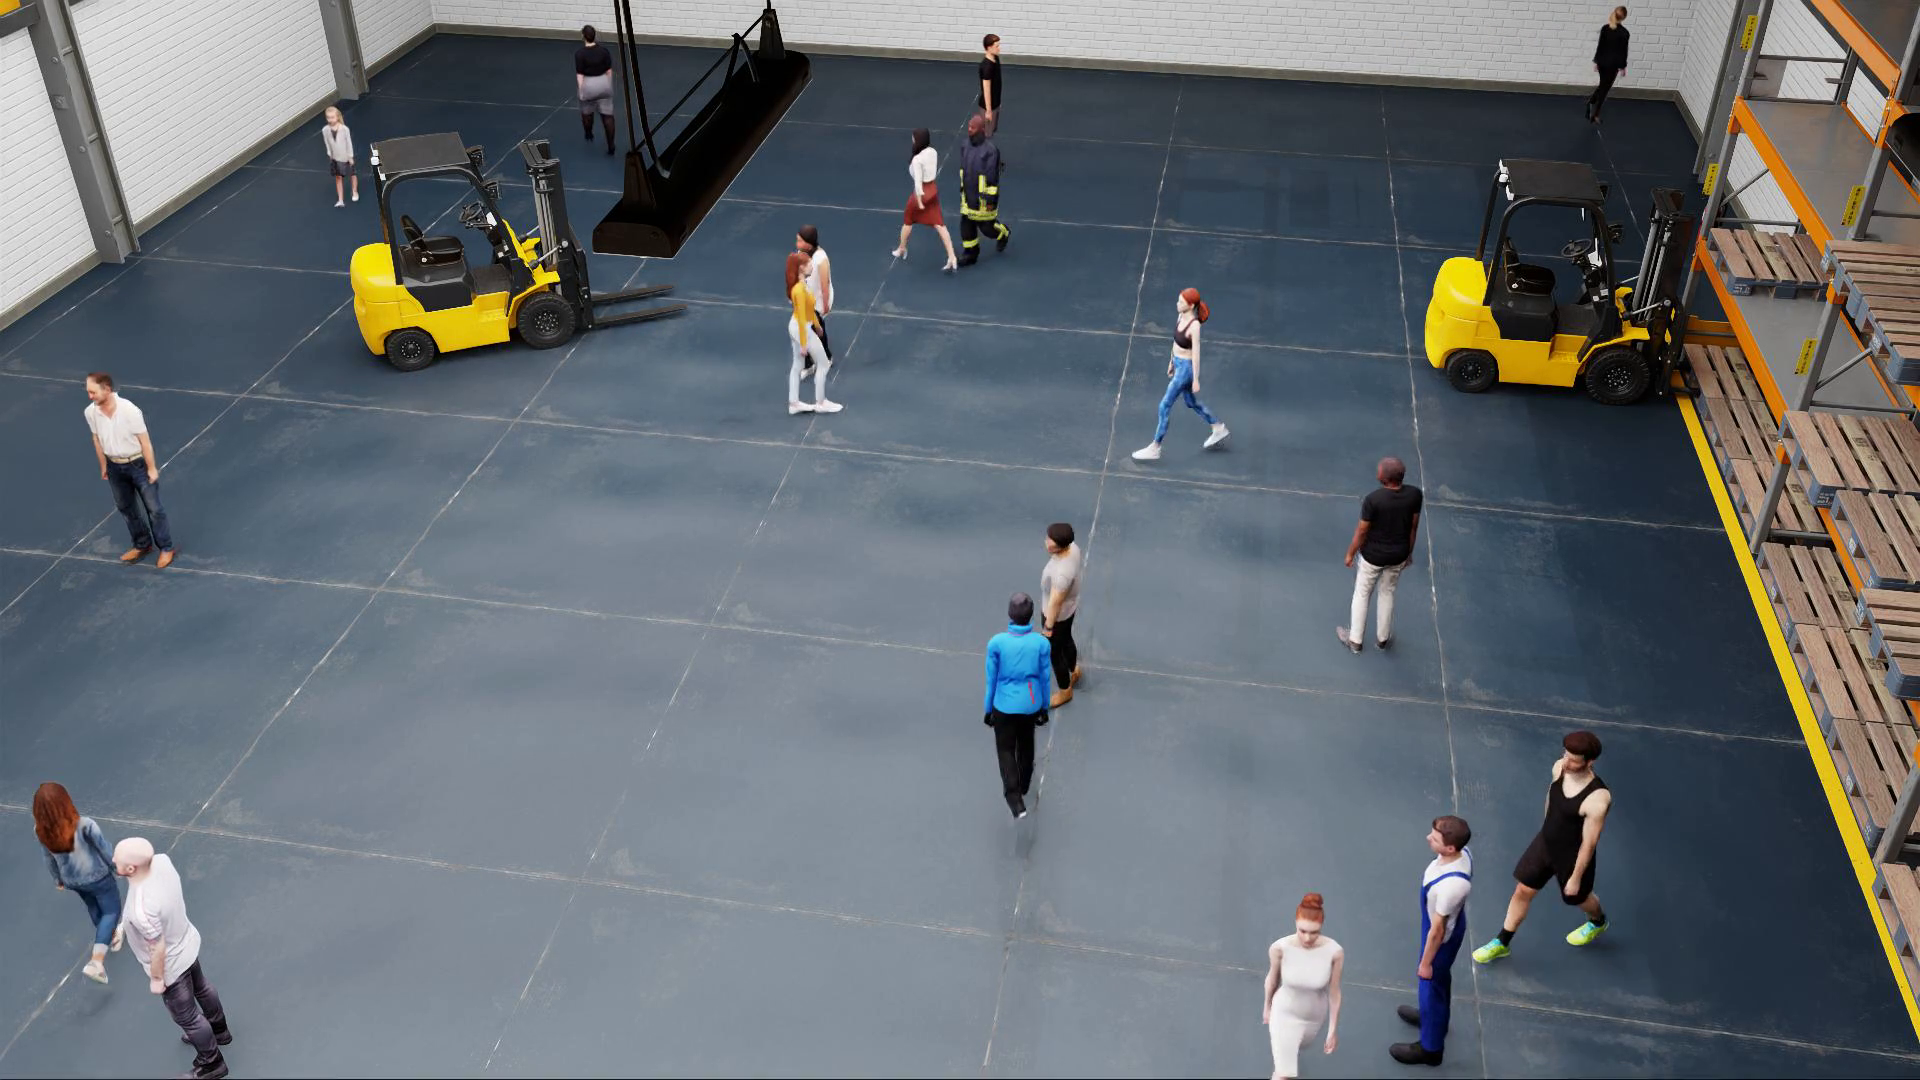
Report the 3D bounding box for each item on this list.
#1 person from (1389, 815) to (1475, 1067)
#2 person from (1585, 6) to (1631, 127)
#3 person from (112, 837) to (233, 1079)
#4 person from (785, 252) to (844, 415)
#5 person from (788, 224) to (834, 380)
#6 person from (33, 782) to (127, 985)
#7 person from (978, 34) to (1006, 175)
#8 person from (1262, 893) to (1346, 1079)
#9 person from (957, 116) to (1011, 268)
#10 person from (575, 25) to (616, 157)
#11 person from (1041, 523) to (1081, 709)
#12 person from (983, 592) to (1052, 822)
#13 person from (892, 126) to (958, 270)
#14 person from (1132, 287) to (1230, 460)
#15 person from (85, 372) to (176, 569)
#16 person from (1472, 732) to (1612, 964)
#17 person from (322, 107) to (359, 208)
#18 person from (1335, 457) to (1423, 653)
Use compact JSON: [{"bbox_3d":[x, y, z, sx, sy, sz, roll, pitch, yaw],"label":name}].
[{"bbox_3d":[2.841,2.332,9.804,0.731,1.843,0.594,13,36,18],"label":"person"},{"bbox_3d":[9.093,-6.657,23.461,0.802,1.697,0.735,-19,38,-26],"label":"person"},{"bbox_3d":[-4.588,2.418,9.686,0.797,1.833,0.659,-7,34,-10],"label":"person"},{"bbox_3d":[-1.645,-2.015,16.444,0.801,1.734,0.794,-8,34,-12],"label":"person"},{"bbox_3d":[-1.467,-2.512,17.251,0.938,1.668,0.883,-14,36,-20],"label":"person"},{"bbox_3d":[-5.501,2.151,10.423,0.642,1.461,0.881,0,34,1],"label":"person"},{"bbox_3d":[0.387,-5.782,21.995,0.725,1.862,0.530,8,34,11],"label":"person"},{"bbox_3d":[1.931,2.636,9.429,0.631,1.754,1.083,2,34,4],"label":"person"},{"bbox_3d":[0.284,-4.113,19.536,1.049,1.804,1.201,26,41,33],"label":"person"},{"bbox_3d":[-4.887,-6.033,22.498,1.025,1.723,1.152,-16,37,-22],"label":"person"},{"bbox_3d":[0.787,0.520,12.671,0.884,1.688,0.488,15,36,21],"label":"person"},{"bbox_3d":[0.407,1.202,11.570,0.813,1.771,1.054,-1,34,-1],"label":"person"},{"bbox_3d":[-0.332,-3.932,19.359,1.024,1.699,1.164,23,40,30],"label":"person"},{"bbox_3d":[2.211,-1.561,15.753,0.959,1.742,1.222,-6,34,-9],"label":"person"},{"bbox_3d":[-7.112,-0.655,14.294,0.681,1.849,0.600,2,34,3],"label":"person"},{"bbox_3d":[3.868,1.929,10.408,1.153,1.847,1.241,-13,36,-18],"label":"person"},{"bbox_3d":[-7.881,-4.924,21.254,0.617,1.254,0.847,-2,34,-3],"label":"person"},{"bbox_3d":[3.342,0.119,13.173,0.800,1.800,0.778,-3,34,-5],"label":"person"}]
